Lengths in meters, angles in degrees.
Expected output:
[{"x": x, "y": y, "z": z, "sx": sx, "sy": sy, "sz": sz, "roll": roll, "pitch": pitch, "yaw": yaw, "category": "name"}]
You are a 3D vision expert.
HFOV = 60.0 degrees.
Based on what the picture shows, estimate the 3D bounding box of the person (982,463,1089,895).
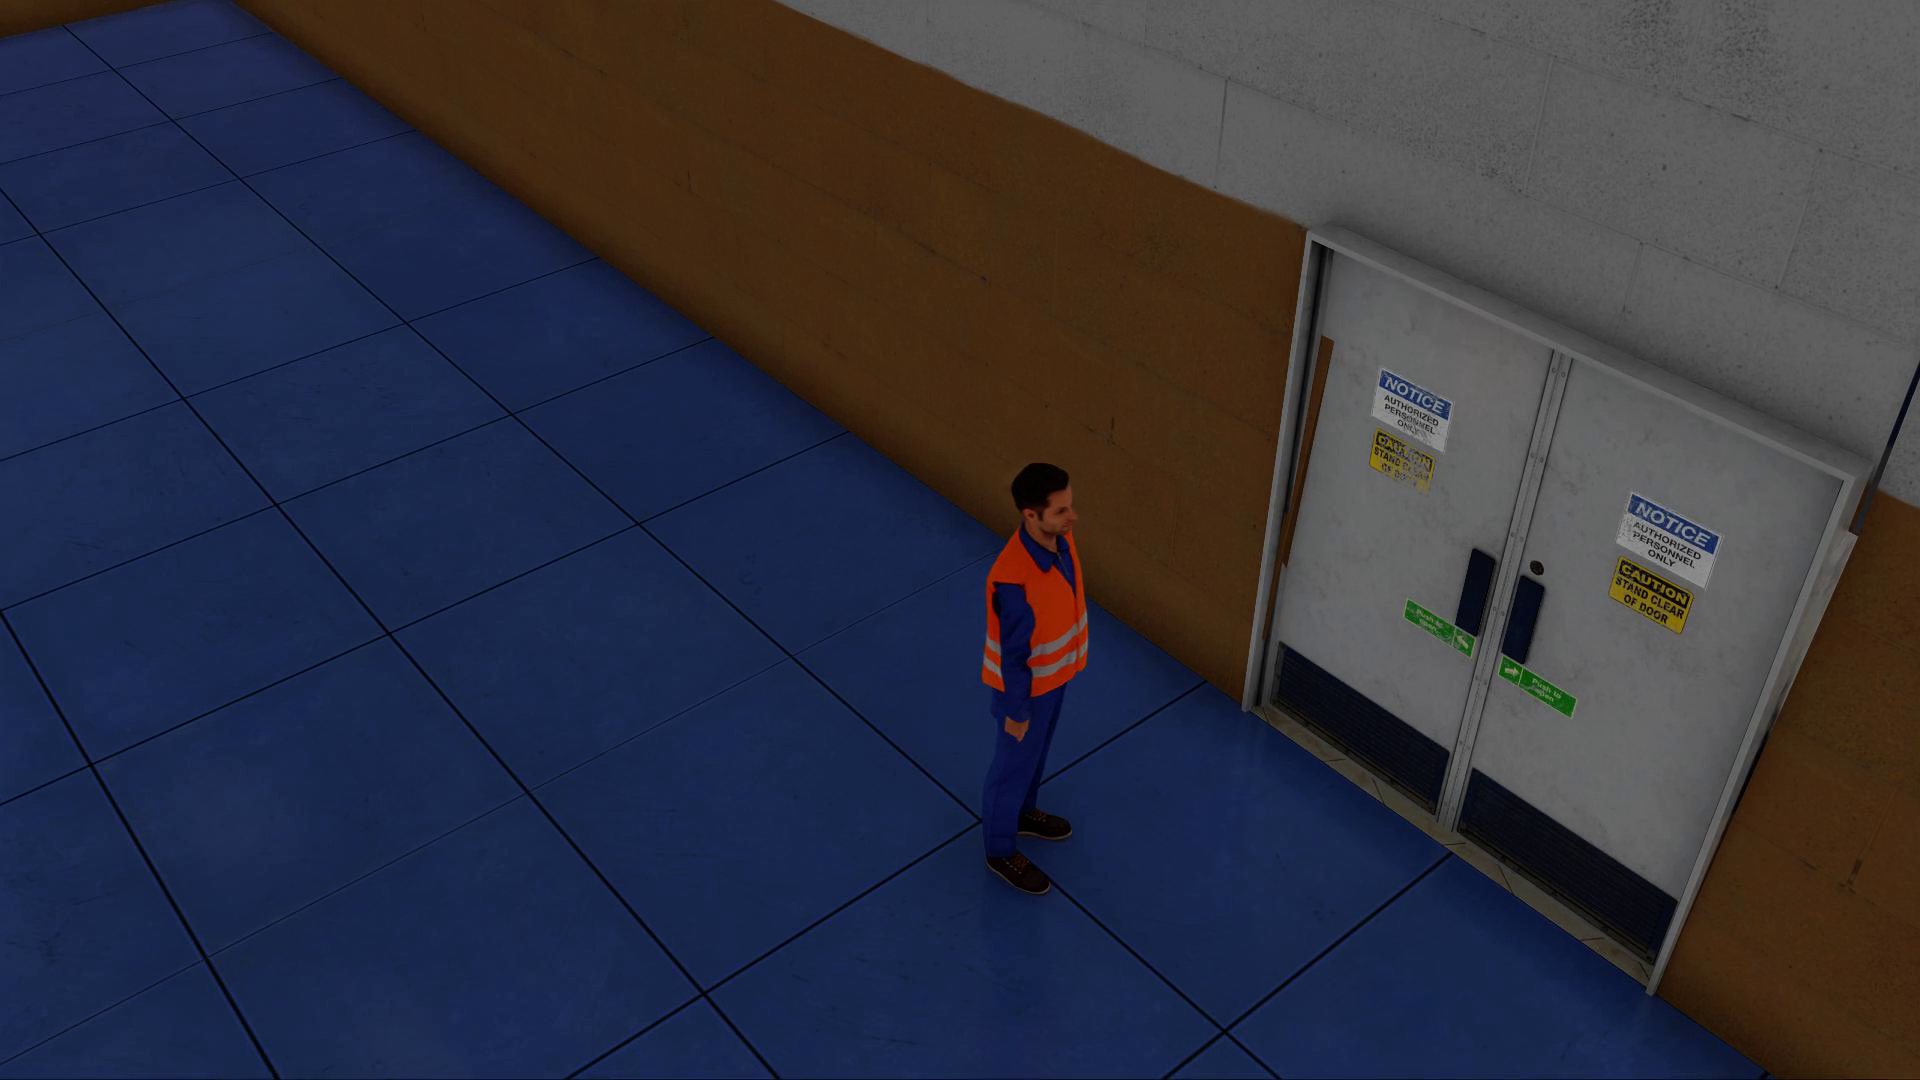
[{"x": 0.263, "y": 0.487, "z": 6.073, "sx": 0.853, "sy": 1.862, "sz": 0.727, "roll": 13, "pitch": 39, "yaw": 17, "category": "person"}]
